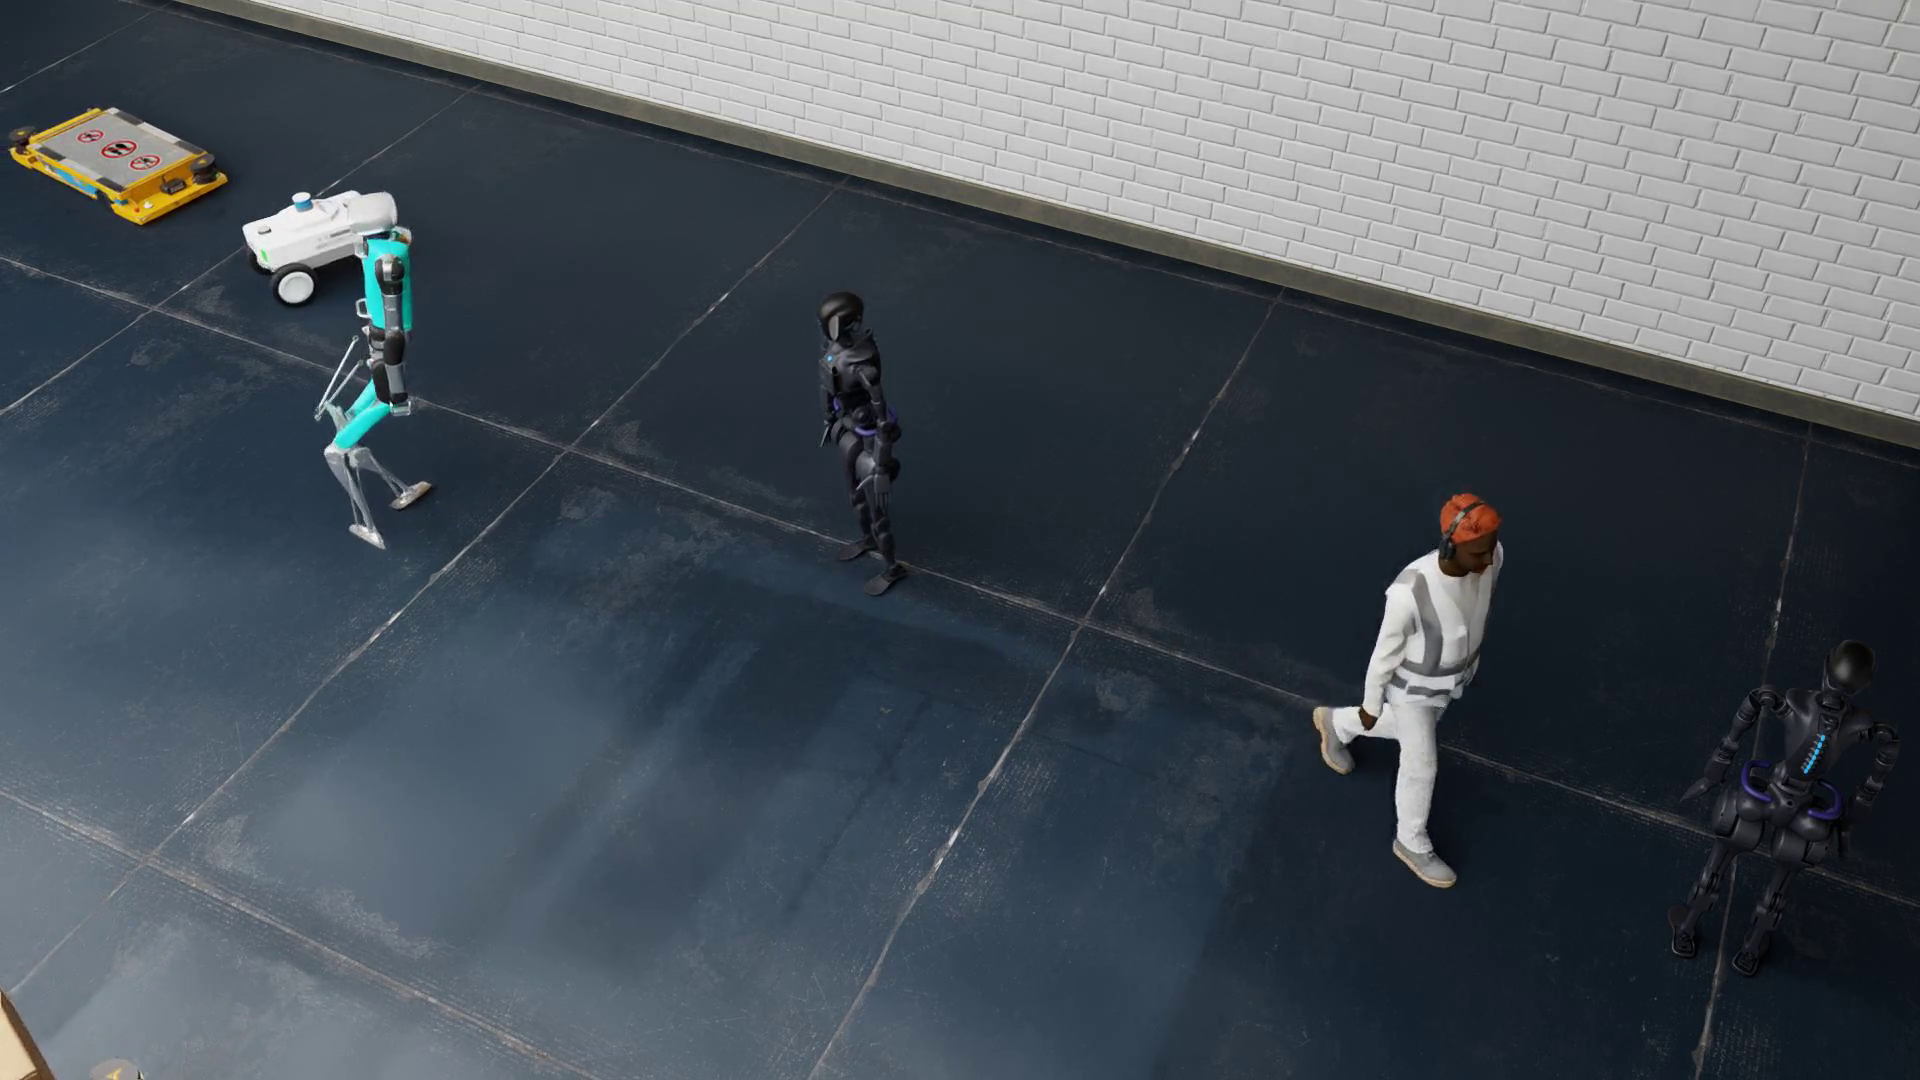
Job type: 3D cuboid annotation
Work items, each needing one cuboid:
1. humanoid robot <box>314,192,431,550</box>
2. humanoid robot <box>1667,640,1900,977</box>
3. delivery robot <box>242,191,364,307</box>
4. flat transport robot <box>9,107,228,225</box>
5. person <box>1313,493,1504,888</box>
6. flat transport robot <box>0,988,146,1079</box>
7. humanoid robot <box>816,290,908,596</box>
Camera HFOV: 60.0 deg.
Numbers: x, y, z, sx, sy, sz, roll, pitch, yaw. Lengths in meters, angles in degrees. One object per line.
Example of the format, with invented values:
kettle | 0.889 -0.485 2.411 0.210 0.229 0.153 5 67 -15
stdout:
humanoid robot | -2.934 -0.783 8.017 0.867 1.772 0.598 -13 44 -14
humanoid robot | 3.011 0.989 6.142 0.599 1.657 0.315 18 46 19
delivery robot | -3.900 -1.786 9.976 0.771 0.599 0.512 -26 49 -26
flat transport robot | -5.558 -2.498 10.950 1.431 0.231 0.659 26 49 25
person | 1.790 0.504 6.548 0.581 1.856 0.845 -27 49 -26
flat transport robot | -3.367 2.428 5.636 1.431 0.231 0.659 -32 52 -30
humanoid robot | -0.462 -0.464 7.717 0.322 1.649 0.613 -23 48 -23
